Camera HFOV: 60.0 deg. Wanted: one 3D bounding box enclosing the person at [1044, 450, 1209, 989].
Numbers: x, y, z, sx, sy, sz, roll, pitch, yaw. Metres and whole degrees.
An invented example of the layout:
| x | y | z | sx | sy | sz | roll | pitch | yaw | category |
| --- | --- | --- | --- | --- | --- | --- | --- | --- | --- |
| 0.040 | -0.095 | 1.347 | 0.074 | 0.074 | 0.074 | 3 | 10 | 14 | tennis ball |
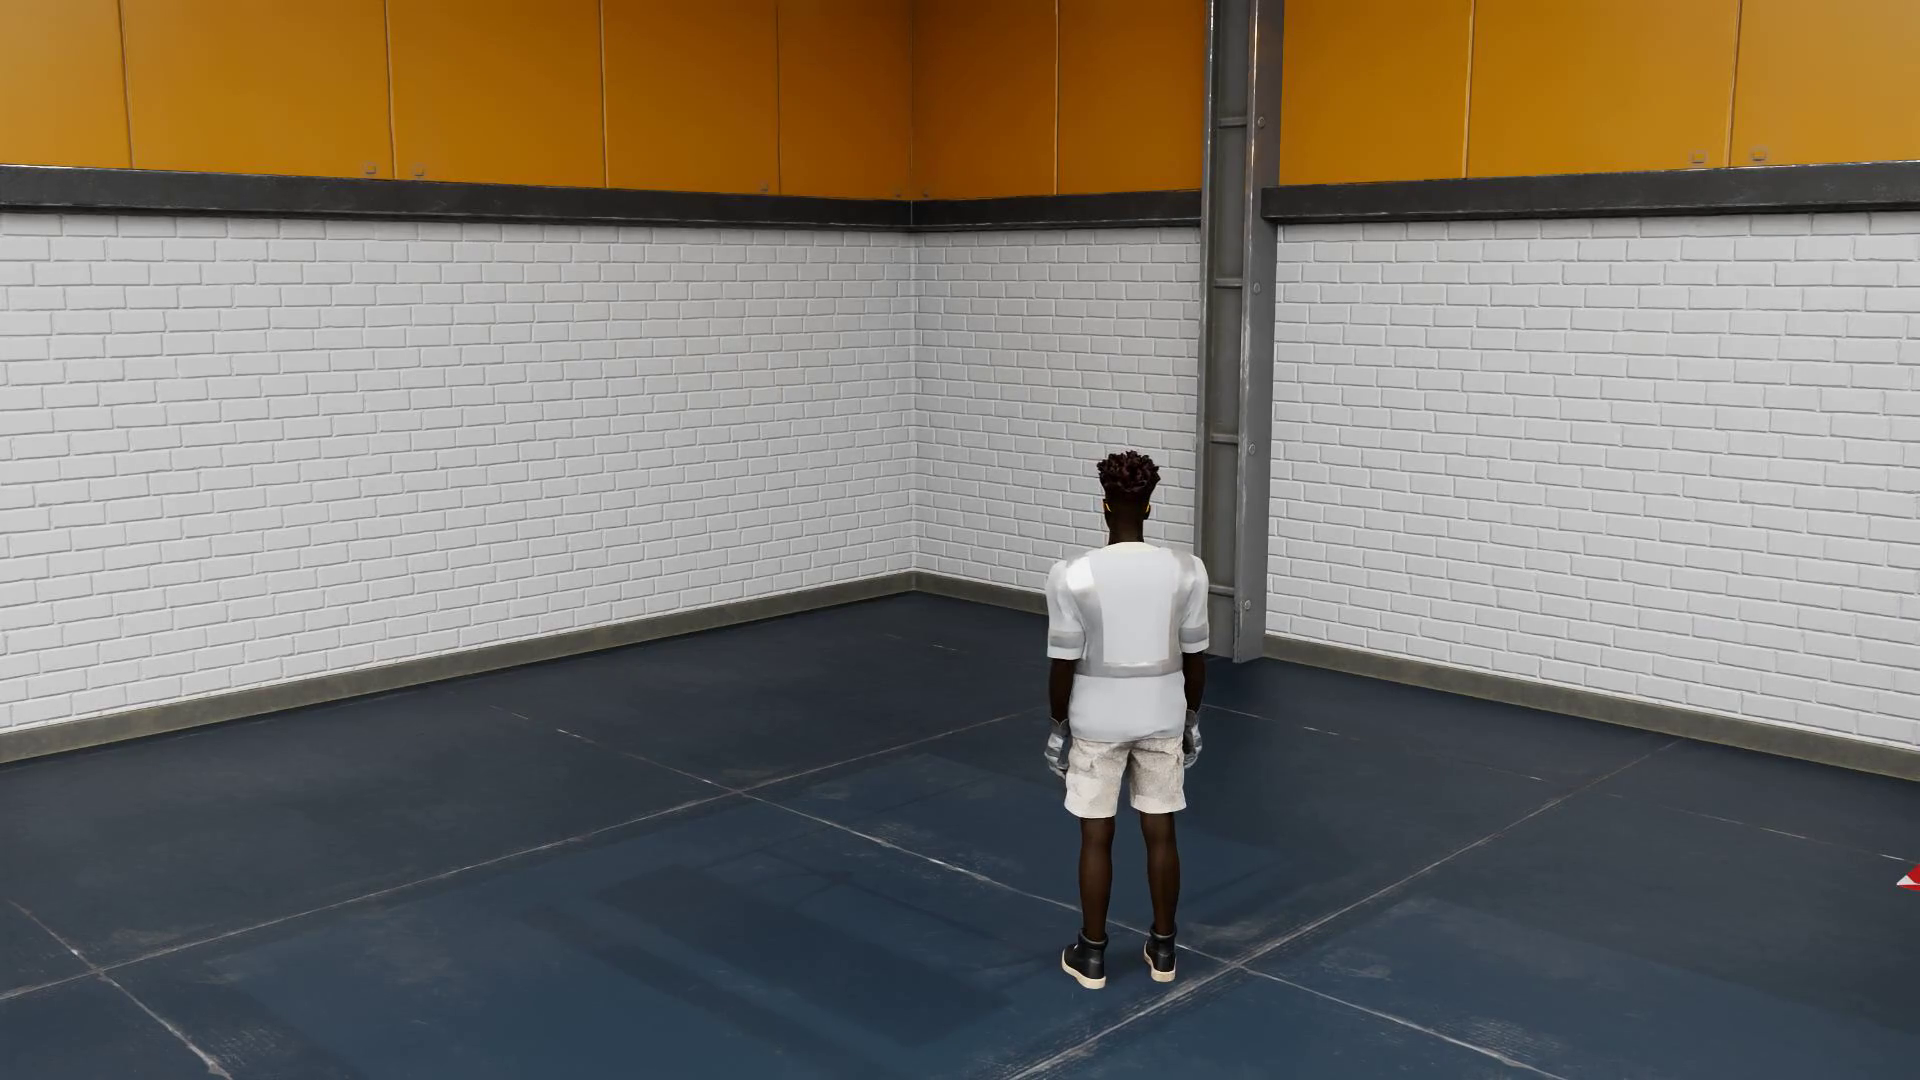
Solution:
| x | y | z | sx | sy | sz | roll | pitch | yaw | category |
| --- | --- | --- | --- | --- | --- | --- | --- | --- | --- |
| 0.598 | 0.653 | 6.034 | 0.606 | 1.966 | 0.367 | -2 | 9 | -10 | person |
